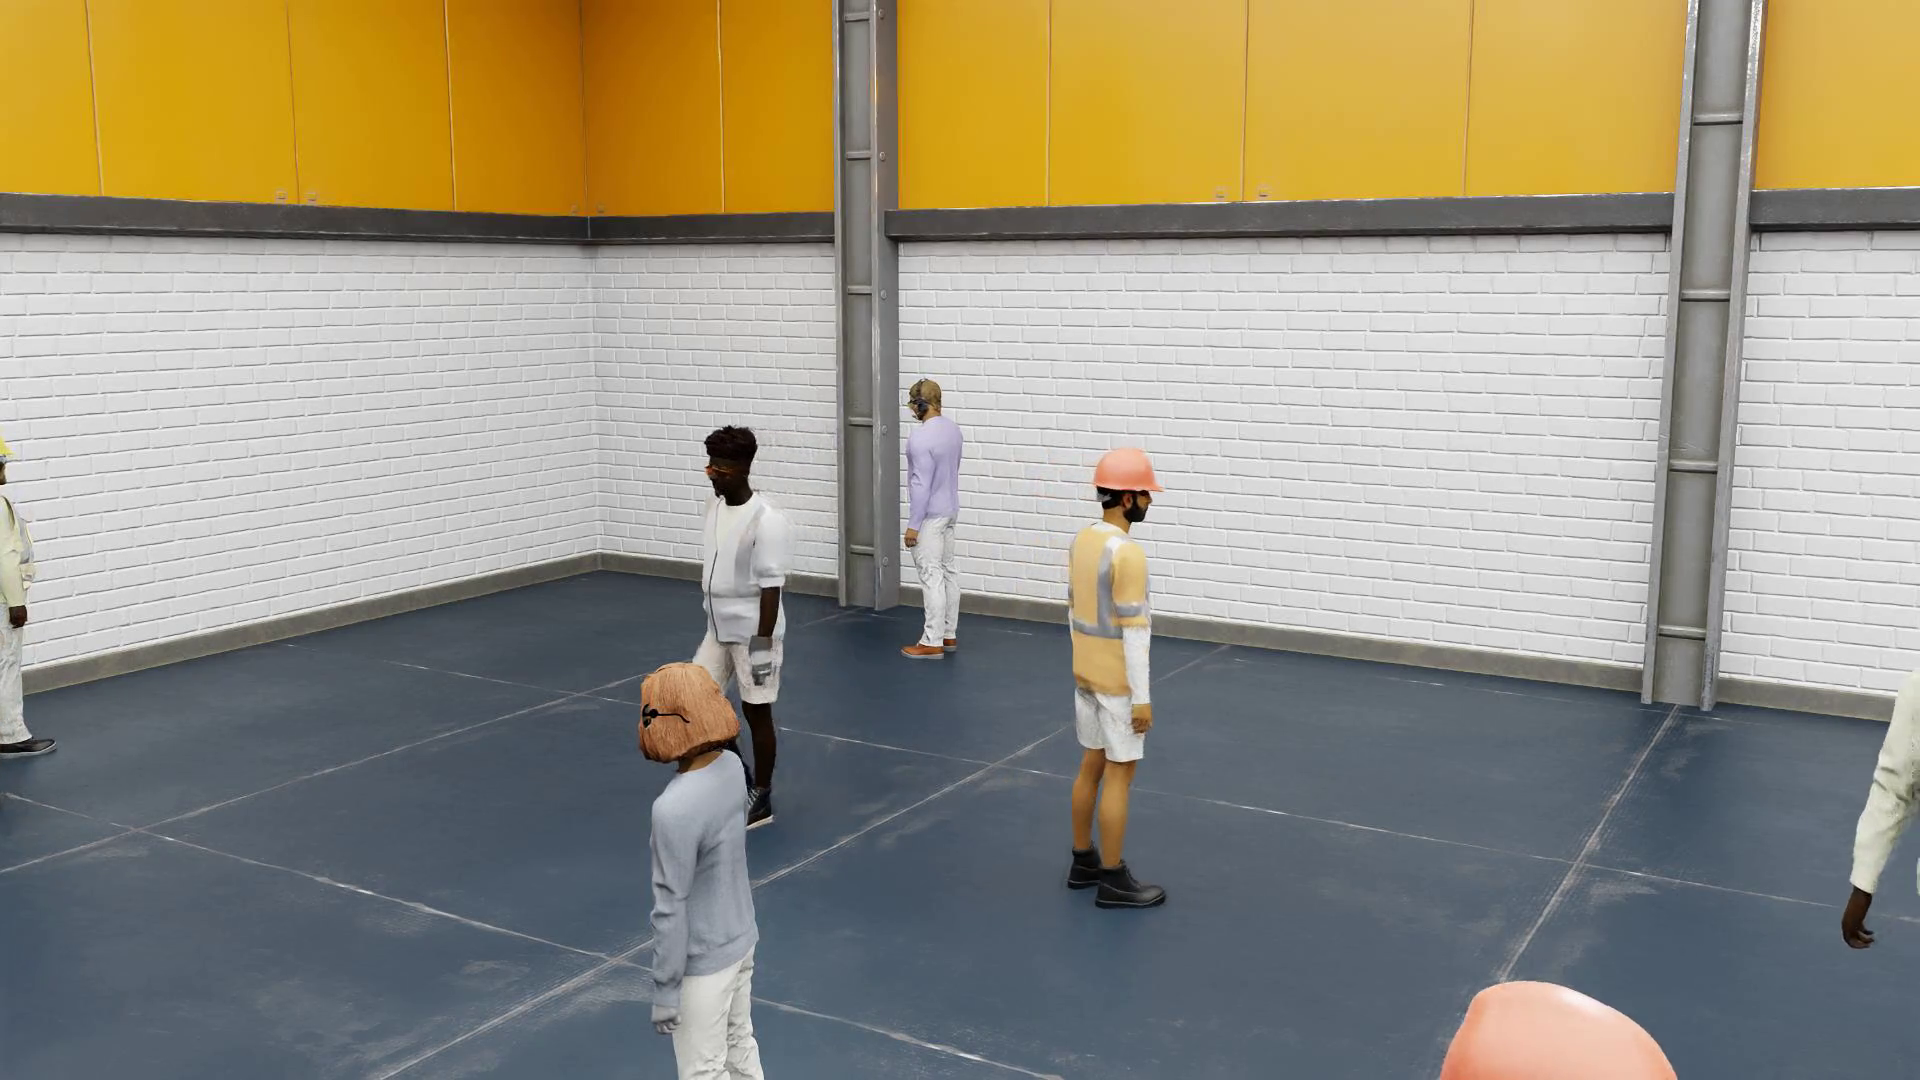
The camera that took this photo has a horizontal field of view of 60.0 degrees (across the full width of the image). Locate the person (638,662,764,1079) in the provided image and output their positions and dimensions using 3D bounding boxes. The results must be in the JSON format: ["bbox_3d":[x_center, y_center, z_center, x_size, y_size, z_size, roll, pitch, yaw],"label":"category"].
[{"bbox_3d":[-0.697,1.129,4.479,0.288,1.626,0.497,2,9,12],"label":"person"}]

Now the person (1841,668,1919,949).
[{"bbox_3d":[2.663,0.979,4.393,0.993,1.943,0.656,-5,11,-30],"label":"person"}]

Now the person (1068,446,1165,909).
[{"bbox_3d":[0.668,0.570,6.990,0.377,1.933,0.551,-4,10,-21],"label":"person"}]

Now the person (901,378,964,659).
[{"bbox_3d":[-0.199,-0.145,11.461,0.372,1.934,0.627,4,10,24],"label":"person"}]

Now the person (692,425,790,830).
[{"bbox_3d":[-1.064,0.429,7.815,0.460,1.949,0.648,-8,12,-42],"label":"person"}]

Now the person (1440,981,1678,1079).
[{"bbox_3d":[0.641,1.417,1.842,0.629,1.902,0.585,7,11,36],"label":"person"}]

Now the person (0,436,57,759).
[{"bbox_3d":[-5.287,0.281,9.114,0.589,1.834,0.404,6,11,35],"label":"person"}]
